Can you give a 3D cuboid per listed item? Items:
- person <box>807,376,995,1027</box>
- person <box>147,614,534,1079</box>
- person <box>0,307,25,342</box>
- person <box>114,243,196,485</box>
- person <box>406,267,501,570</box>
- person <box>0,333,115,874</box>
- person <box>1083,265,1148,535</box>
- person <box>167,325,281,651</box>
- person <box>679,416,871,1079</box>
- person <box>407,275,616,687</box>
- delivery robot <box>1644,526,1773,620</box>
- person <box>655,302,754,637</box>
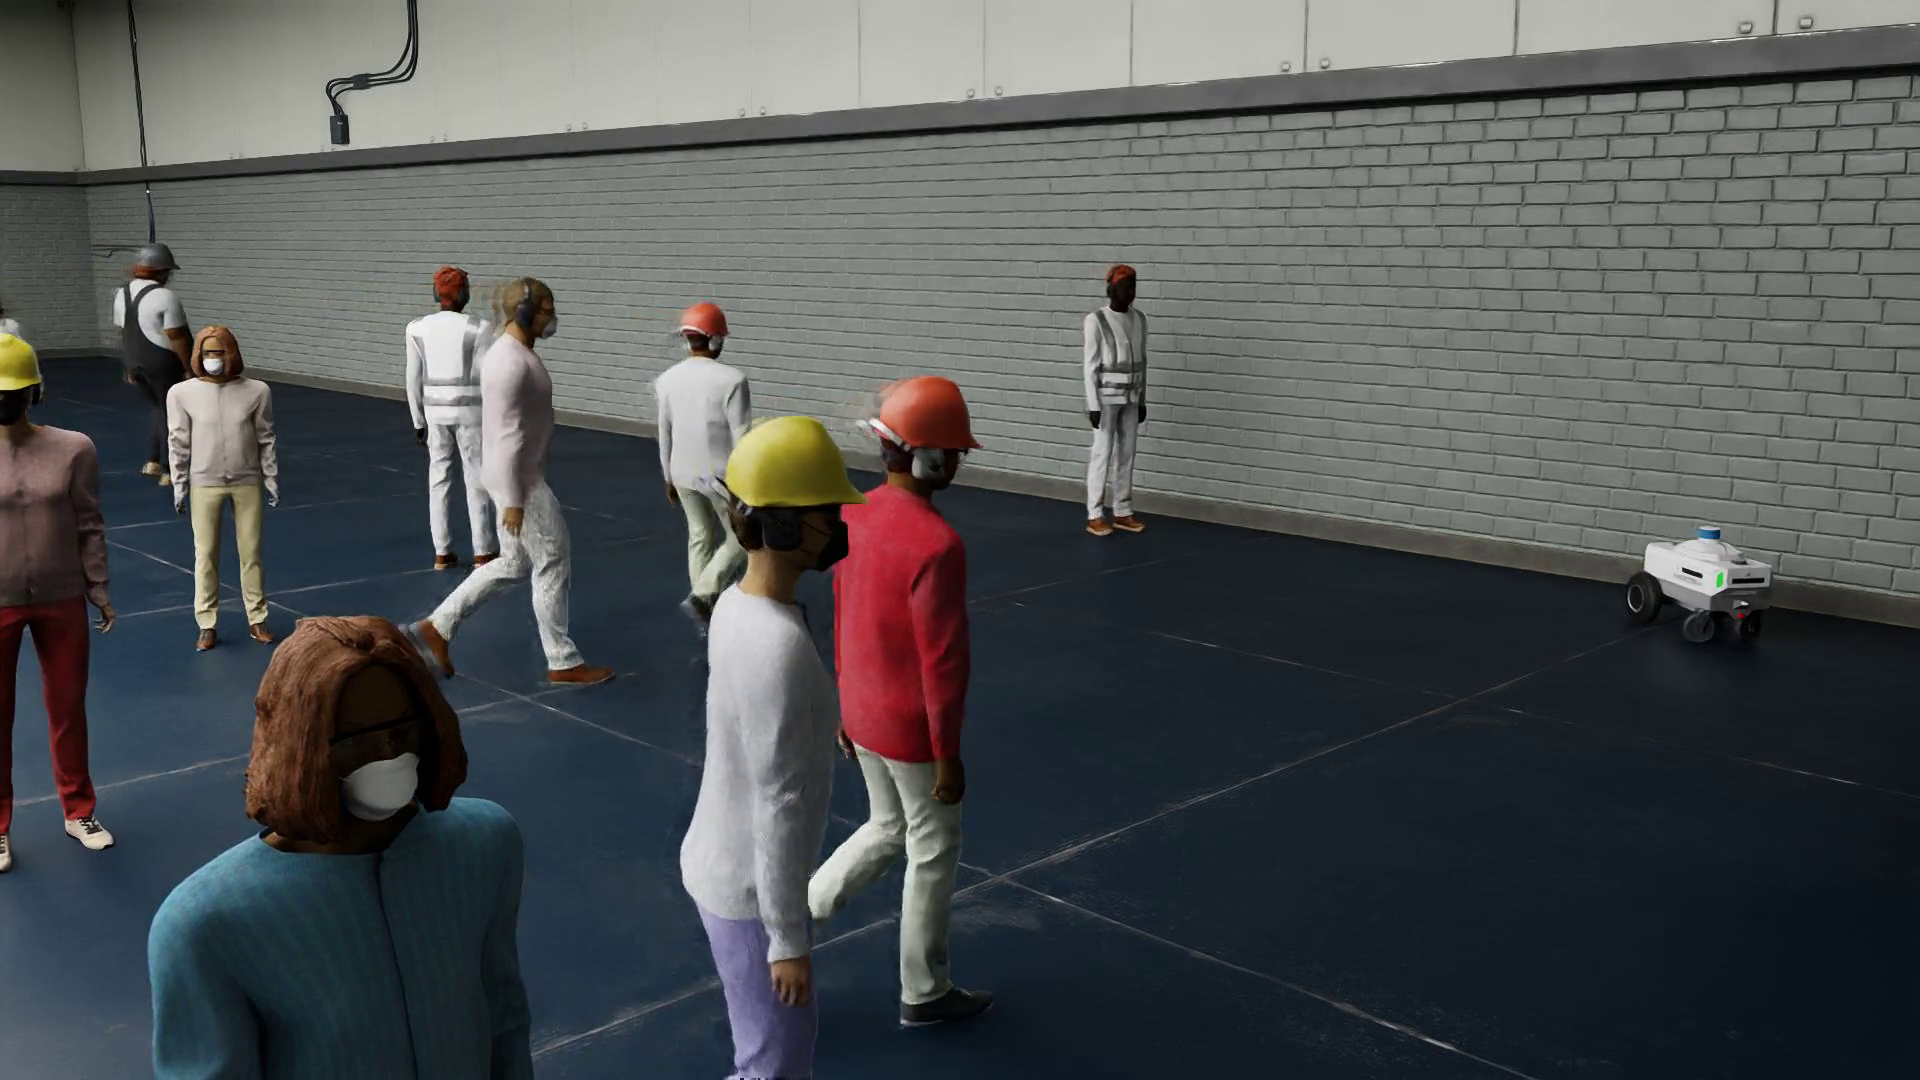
[{"bbox_3d":[-0.191,0.448,4.242,0.560,1.733,0.557,-6,12,-30],"label":"person"},{"bbox_3d":[-0.732,0.889,2.104,0.277,1.633,0.507,8,13,37],"label":"person"},{"bbox_3d":[-7.572,-1.160,13.073,0.508,1.697,0.612,1,10,3],"label":"person"},{"bbox_3d":[-6.656,-1.481,13.922,0.720,2.000,0.567,5,12,27],"label":"person"},{"bbox_3d":[-3.128,-0.745,10.337,0.578,1.882,0.346,1,10,6],"label":"person"},{"bbox_3d":[-3.073,0.205,5.483,0.530,1.765,0.326,-9,14,-41],"label":"person"},{"bbox_3d":[1.089,-0.970,11.600,0.575,1.878,0.356,-9,14,-40],"label":"person"},{"bbox_3d":[-3.699,-0.263,8.391,0.507,1.631,0.276,-6,12,-30],"label":"person"},{"bbox_3d":[-0.459,0.645,3.097,0.604,1.754,0.552,-2,11,-11],"label":"person"},{"bbox_3d":[-2.082,-0.247,7.578,0.860,1.910,0.629,-2,11,-12],"label":"person"},{"bbox_3d":[3.910,0.172,8.705,0.477,0.478,0.707,-2,11,-9],"label":"delivery robot"},{"bbox_3d":[-1.297,-0.339,8.492,0.580,1.740,0.462,6,12,28],"label":"person"}]
